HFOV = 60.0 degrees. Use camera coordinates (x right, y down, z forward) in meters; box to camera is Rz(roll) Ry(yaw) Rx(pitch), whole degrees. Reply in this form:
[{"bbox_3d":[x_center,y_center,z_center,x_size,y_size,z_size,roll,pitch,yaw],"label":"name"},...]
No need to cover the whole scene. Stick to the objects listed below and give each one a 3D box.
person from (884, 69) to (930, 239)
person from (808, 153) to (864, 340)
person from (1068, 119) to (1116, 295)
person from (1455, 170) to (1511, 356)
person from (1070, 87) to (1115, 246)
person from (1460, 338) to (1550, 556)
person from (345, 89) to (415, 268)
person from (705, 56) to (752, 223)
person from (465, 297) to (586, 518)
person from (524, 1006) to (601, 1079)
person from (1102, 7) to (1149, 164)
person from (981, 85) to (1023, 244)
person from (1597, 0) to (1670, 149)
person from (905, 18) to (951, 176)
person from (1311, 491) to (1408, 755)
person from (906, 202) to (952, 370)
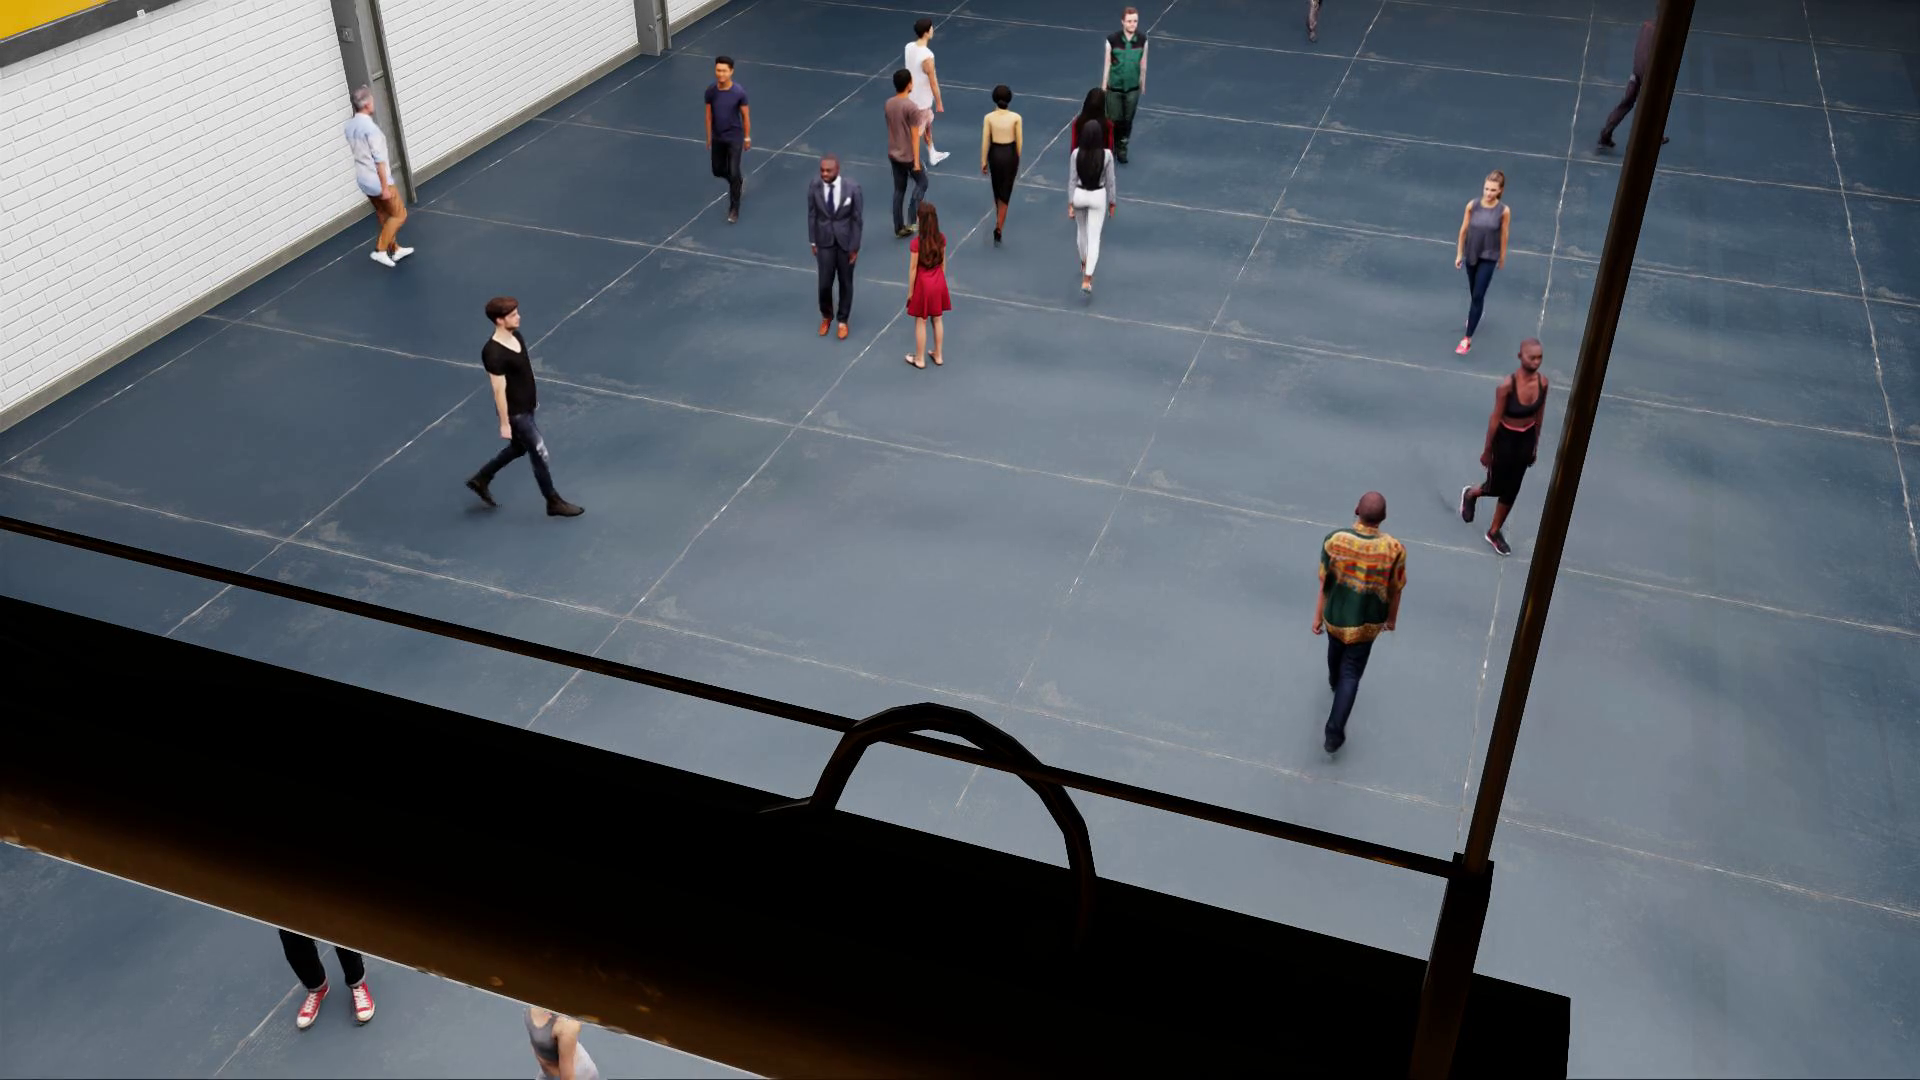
[{"bbox_3d":[-0.657,-4.006,17.422,0.749,1.759,0.749,28,43,35],"label":"person"},{"bbox_3d":[-1.138,-2.780,15.535,0.772,1.807,0.762,3,34,4],"label":"person"},{"bbox_3d":[1.267,-3.250,16.349,0.733,1.688,1.211,7,34,10],"label":"person"},{"bbox_3d":[4.847,-2.625,15.427,0.746,1.669,1.198,20,39,28],"label":"person"},{"bbox_3d":[1.368,-3.842,17.279,0.715,1.647,0.776,0,34,0],"label":"person"},{"bbox_3d":[4.119,-0.761,12.553,0.837,1.746,0.933,-9,35,-13],"label":"person"},{"bbox_3d":[-5.887,-3.633,16.813,0.877,1.812,0.964,22,39,29],"label":"person"},{"bbox_3d":[-2.481,-4.365,17.943,0.721,1.782,0.927,7,34,10],"label":"person"},{"bbox_3d":[-3.493,-0.995,12.795,0.981,1.867,1.207,2,34,2],"label":"person"},{"bbox_3d":[-1.749,2.469,7.738,0.738,1.697,0.701,-21,39,-28],"label":"person"},{"bbox_3d":[1.879,-5.281,19.279,0.776,1.827,0.801,-4,34,-6],"label":"person"},{"bbox_3d":[0.443,-3.884,17.373,0.623,1.610,1.003,7,34,10],"label":"person"},{"bbox_3d":[7.992,-5.428,19.533,1.278,1.792,1.212,-15,36,-21],"label":"person"},{"bbox_3d":[-0.540,-5.012,18.935,1.047,1.760,0.968,-17,37,-24],"label":"person"},{"bbox_3d":[2.490,0.552,10.566,0.718,1.758,1.198,13,36,19],"label":"person"},{"bbox_3d":[-0.286,-2.303,15.049,0.684,1.551,0.747,-20,39,-28],"label":"person"}]
